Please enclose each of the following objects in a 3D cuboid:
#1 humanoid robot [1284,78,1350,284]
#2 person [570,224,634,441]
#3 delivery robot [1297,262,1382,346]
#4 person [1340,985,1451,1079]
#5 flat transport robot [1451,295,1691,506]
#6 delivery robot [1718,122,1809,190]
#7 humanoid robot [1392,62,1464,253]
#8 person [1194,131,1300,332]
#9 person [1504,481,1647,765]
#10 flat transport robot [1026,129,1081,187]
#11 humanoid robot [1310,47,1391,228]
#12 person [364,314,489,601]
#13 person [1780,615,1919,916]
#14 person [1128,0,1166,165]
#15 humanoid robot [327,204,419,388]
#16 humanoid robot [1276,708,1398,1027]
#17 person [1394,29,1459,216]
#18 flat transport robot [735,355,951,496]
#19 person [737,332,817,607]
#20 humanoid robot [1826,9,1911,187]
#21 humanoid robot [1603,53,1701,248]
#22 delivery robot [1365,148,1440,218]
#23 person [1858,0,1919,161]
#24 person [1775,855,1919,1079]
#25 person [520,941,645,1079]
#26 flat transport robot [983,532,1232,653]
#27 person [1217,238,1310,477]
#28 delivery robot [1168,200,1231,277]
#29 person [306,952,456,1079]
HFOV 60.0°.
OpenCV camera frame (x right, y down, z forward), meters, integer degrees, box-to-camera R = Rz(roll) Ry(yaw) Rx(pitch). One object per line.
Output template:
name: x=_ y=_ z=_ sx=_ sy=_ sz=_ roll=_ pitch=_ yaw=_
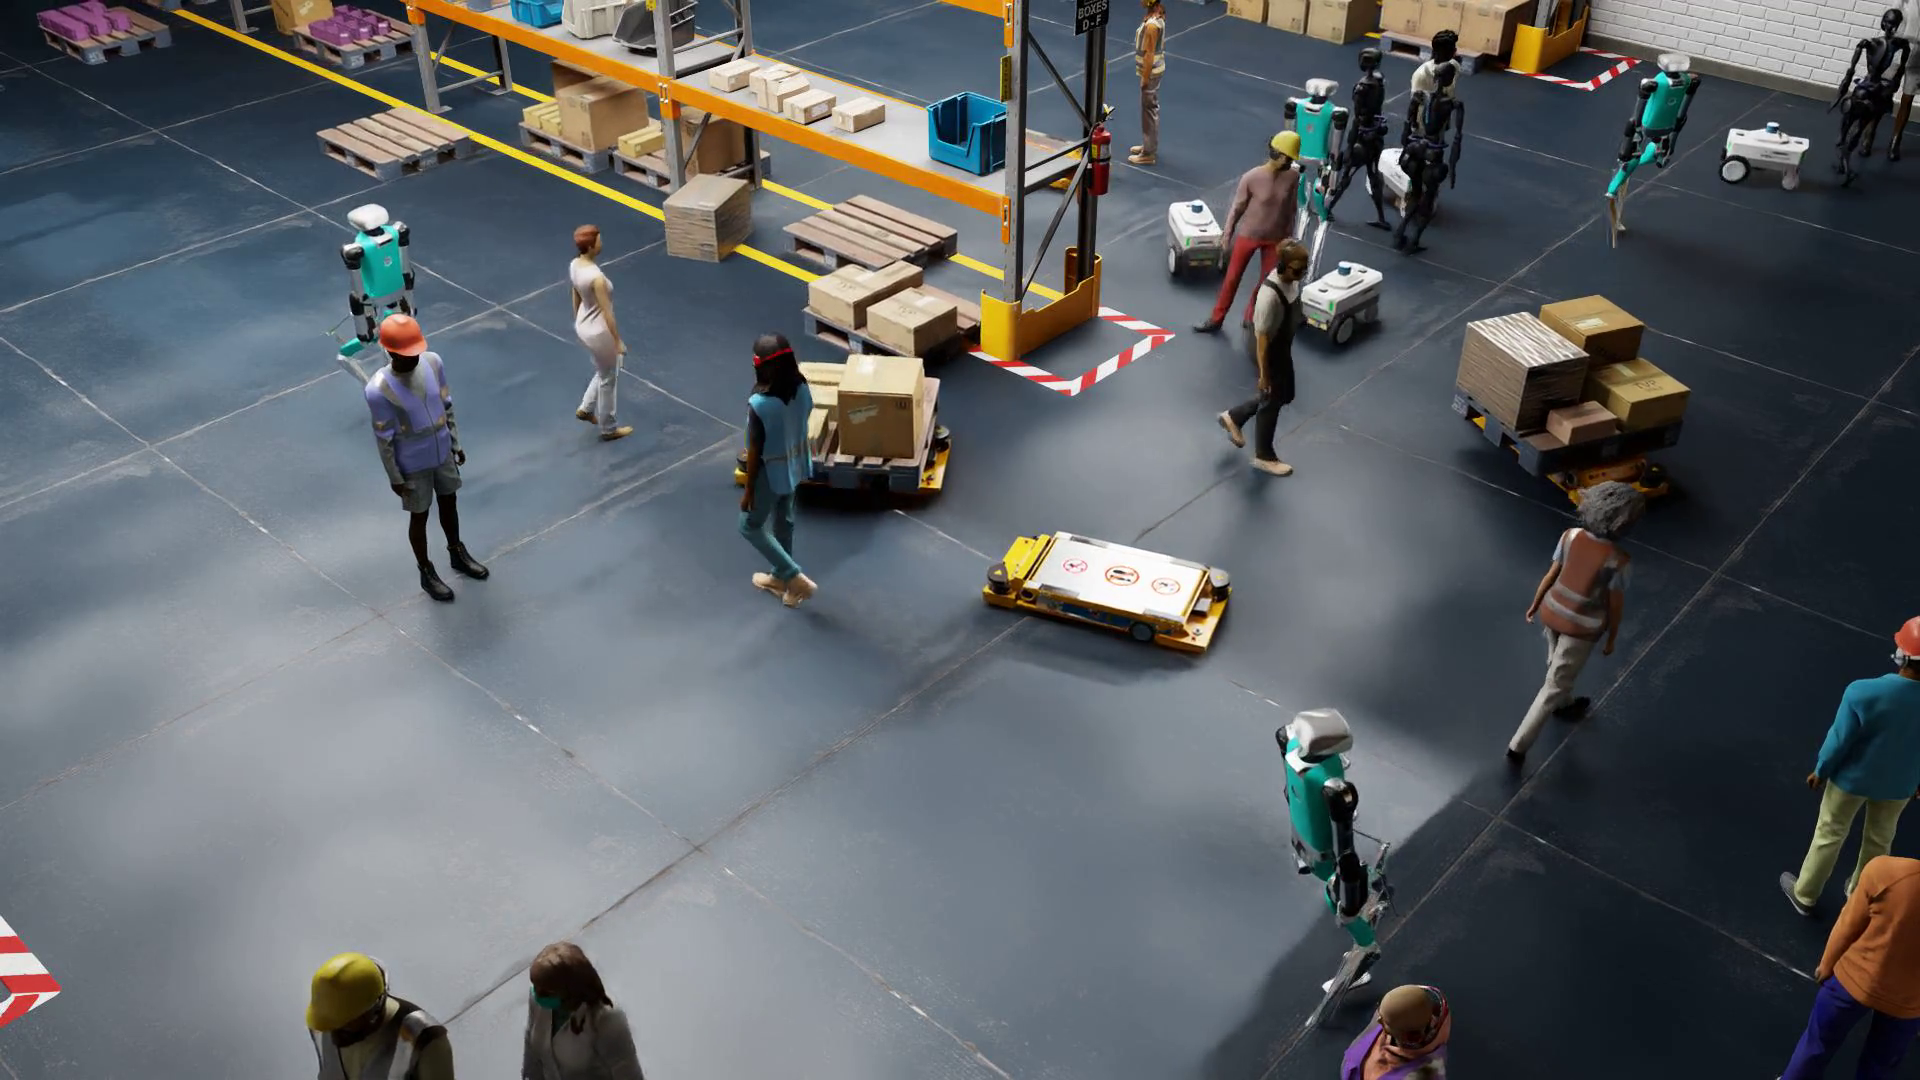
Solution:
humanoid robot: x=2.974 y=-3.036 z=13.912 sx=0.537 sy=1.786 sz=0.673 roll=18 pitch=39 yaw=24
person: x=-2.502 y=-1.438 z=11.675 sx=0.366 sy=1.648 sz=0.451 roll=-20 pitch=39 yaw=-26
delivery robot: x=3.055 y=-1.945 z=13.370 sx=0.788 sy=0.587 sz=0.499 roll=-27 pitch=43 yaw=-34
person: x=1.600 y=2.261 z=6.282 sx=0.347 sy=1.690 sz=0.481 roll=-8 pitch=35 yaw=-12
flat transport robot: x=4.284 y=-0.688 z=11.808 sx=0.659 sy=0.231 sz=1.431 roll=-12 pitch=36 yaw=-17
delivery robot: x=7.675 y=-3.690 z=15.920 sx=0.807 sy=0.613 sz=0.499 roll=14 pitch=37 yaw=20
humanoid robot: x=4.031 y=-3.300 z=14.351 sx=0.337 sy=1.652 sz=0.591 roll=-29 pitch=44 yaw=-35
person: x=2.261 y=-2.360 z=12.956 sx=0.719 sy=1.721 sz=0.415 roll=-8 pitch=35 yaw=-11
person: x=3.267 y=0.441 z=8.959 sx=0.856 sy=1.643 sz=0.489 roll=-21 pitch=40 yaw=-27
flat transport robot: x=0.595 y=-3.799 z=16.314 sx=1.431 sy=0.231 sz=0.659 roll=24 pitch=41 yaw=30
humanoid robot: x=3.587 y=-3.574 z=14.782 sx=0.736 sy=1.628 sz=0.608 roll=23 pitch=41 yaw=29
person: x=-3.239 y=-0.509 z=10.091 sx=0.386 sy=1.929 sz=0.542 roll=20 pitch=40 yaw=27
person: x=4.354 y=1.089 z=7.926 sx=0.571 sy=1.746 sz=0.345 roll=5 pitch=35 yaw=7
person: x=1.803 y=-4.512 z=16.028 sx=0.331 sy=1.768 sz=0.457 roll=3 pitch=35 yaw=5
humanoid robot: x=-4.181 y=-1.602 z=11.826 sx=0.925 sy=1.733 sz=0.538 roll=21 pitch=40 yaw=27
humanoid robot: x=1.772 y=1.446 z=7.440 sx=0.804 sy=1.794 sz=0.558 roll=-11 pitch=36 yaw=-15
person: x=4.242 y=-3.778 z=15.034 sx=0.535 sy=1.693 sz=0.320 roll=-21 pitch=40 yaw=-27
flat transport robot: x=-0.811 y=-0.596 z=11.674 sx=1.431 sy=0.231 sz=0.659 roll=4 pitch=35 yaw=5
person: x=-1.091 y=-0.373 z=9.956 sx=0.533 sy=1.858 sz=0.563 roll=23 pitch=41 yaw=30
humanoid robot: x=8.542 y=-4.167 z=15.630 sx=0.612 sy=1.637 sz=0.638 roll=-2 pitch=35 yaw=-2
humanoid robot: x=5.888 y=-3.436 z=14.523 sx=0.533 sy=1.793 sz=0.810 roll=-7 pitch=35 yaw=-10
delivery robot: x=4.143 y=-3.365 z=15.447 sx=0.499 sy=0.609 sz=0.784 roll=-8 pitch=35 yaw=-11
person: x=9.158 y=-4.634 z=16.071 sx=0.546 sy=1.926 sz=0.388 roll=13 pitch=37 yaw=18
person: x=3.760 y=1.787 z=6.731 sx=0.515 sy=1.972 sz=0.405 roll=18 pitch=38 yaw=24
person: x=-1.487 y=2.189 z=6.423 sx=0.508 sy=1.640 sz=0.585 roll=22 pitch=40 yaw=28
flat transport robot: x=0.923 y=0.298 z=10.379 sx=1.431 sy=0.231 sz=0.659 roll=13 pitch=37 yaw=18
person: x=2.058 y=-1.253 z=11.260 sx=0.512 sy=1.821 sz=0.544 roll=18 pitch=38 yaw=24
delivery robot: x=2.035 y=-2.616 z=14.365 sx=0.499 sy=0.612 sz=0.801 roll=-4 pitch=35 yaw=-5
person: x=-2.125 y=2.198 z=6.263 sx=0.595 sy=1.826 sz=0.405 roll=12 pitch=36 yaw=17
